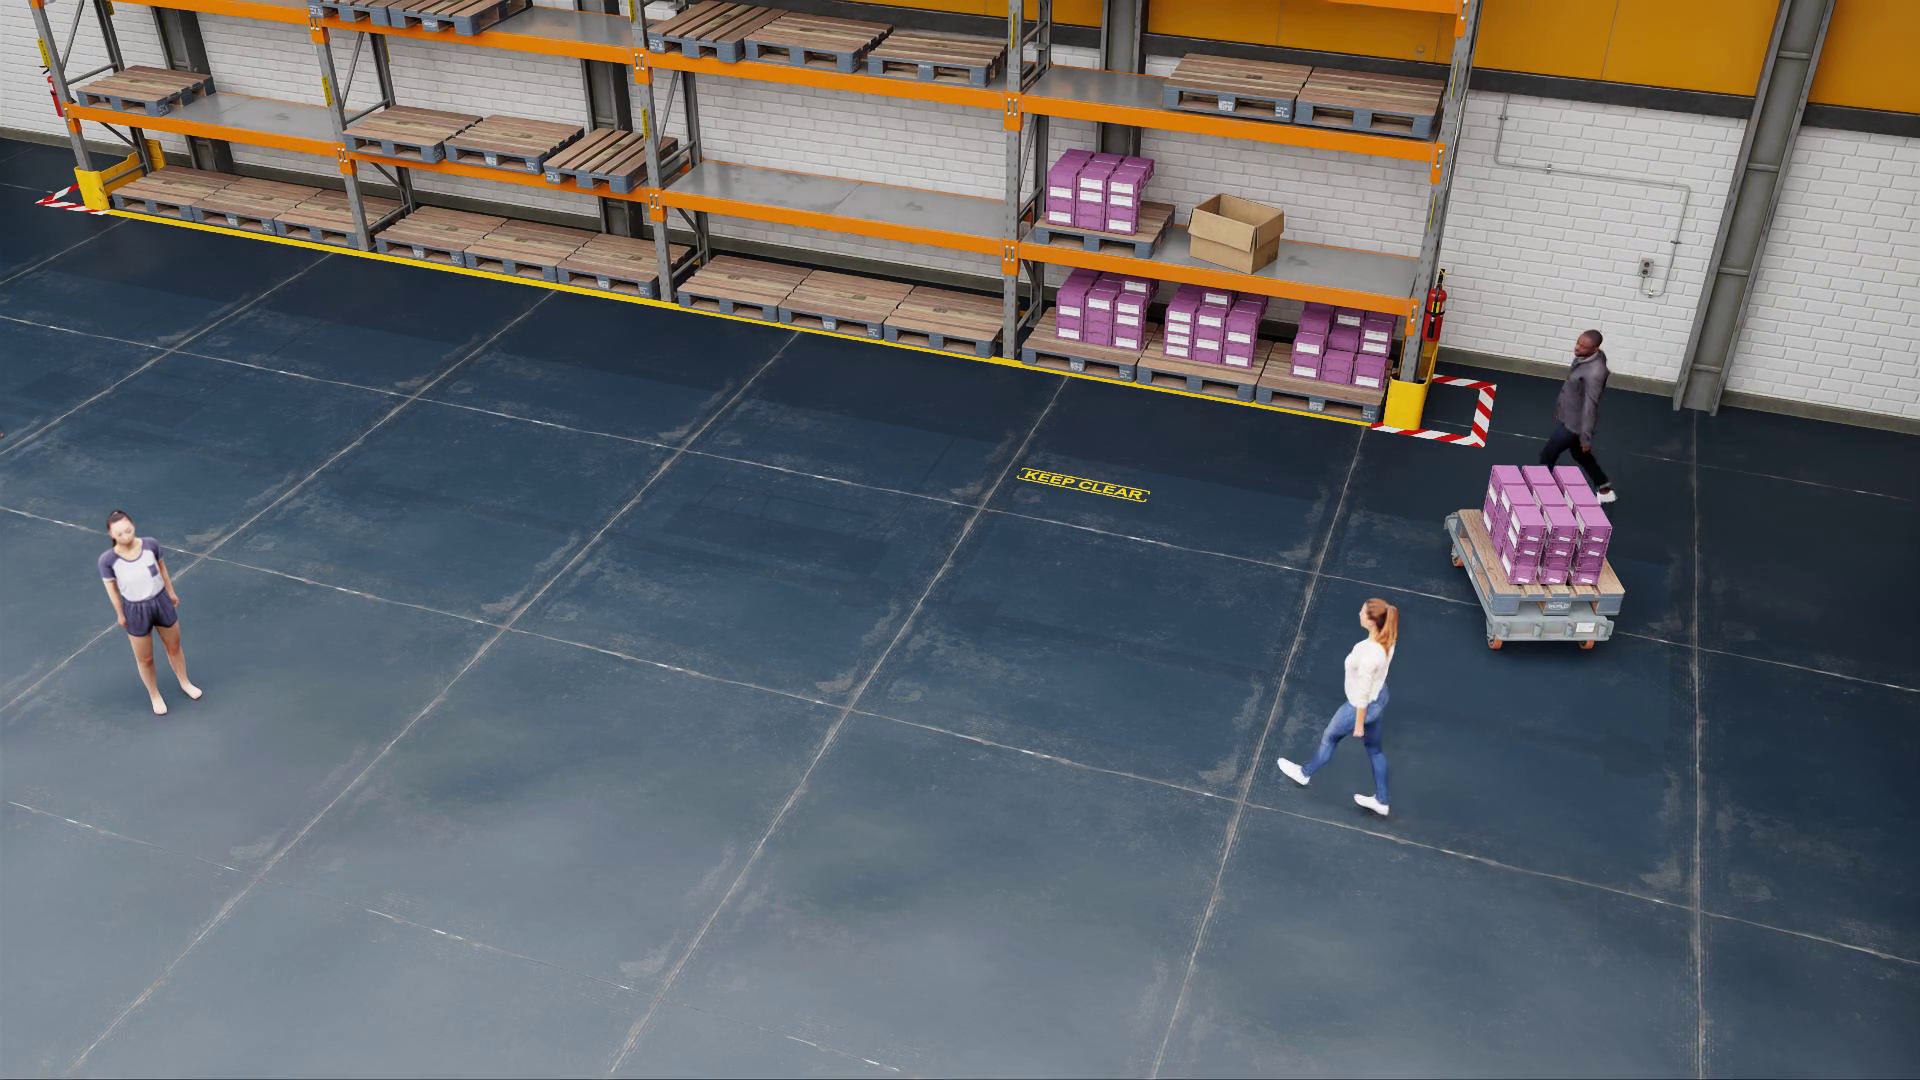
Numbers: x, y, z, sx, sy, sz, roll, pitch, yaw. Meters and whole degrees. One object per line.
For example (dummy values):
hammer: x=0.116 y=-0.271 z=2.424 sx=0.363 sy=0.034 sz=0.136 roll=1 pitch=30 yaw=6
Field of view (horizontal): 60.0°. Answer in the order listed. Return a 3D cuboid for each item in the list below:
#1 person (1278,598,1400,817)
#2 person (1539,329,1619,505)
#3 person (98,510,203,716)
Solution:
person: x=2.801 y=1.164 z=11.170 sx=1.123 sy=1.679 sz=0.825 roll=22 pitch=40 yaw=30
person: x=5.408 y=-1.003 z=14.339 sx=1.174 sy=1.780 sz=0.762 roll=10 pitch=35 yaw=15
person: x=-5.959 y=0.512 z=12.177 sx=0.658 sy=1.650 sz=0.667 roll=29 pitch=43 yaw=36
